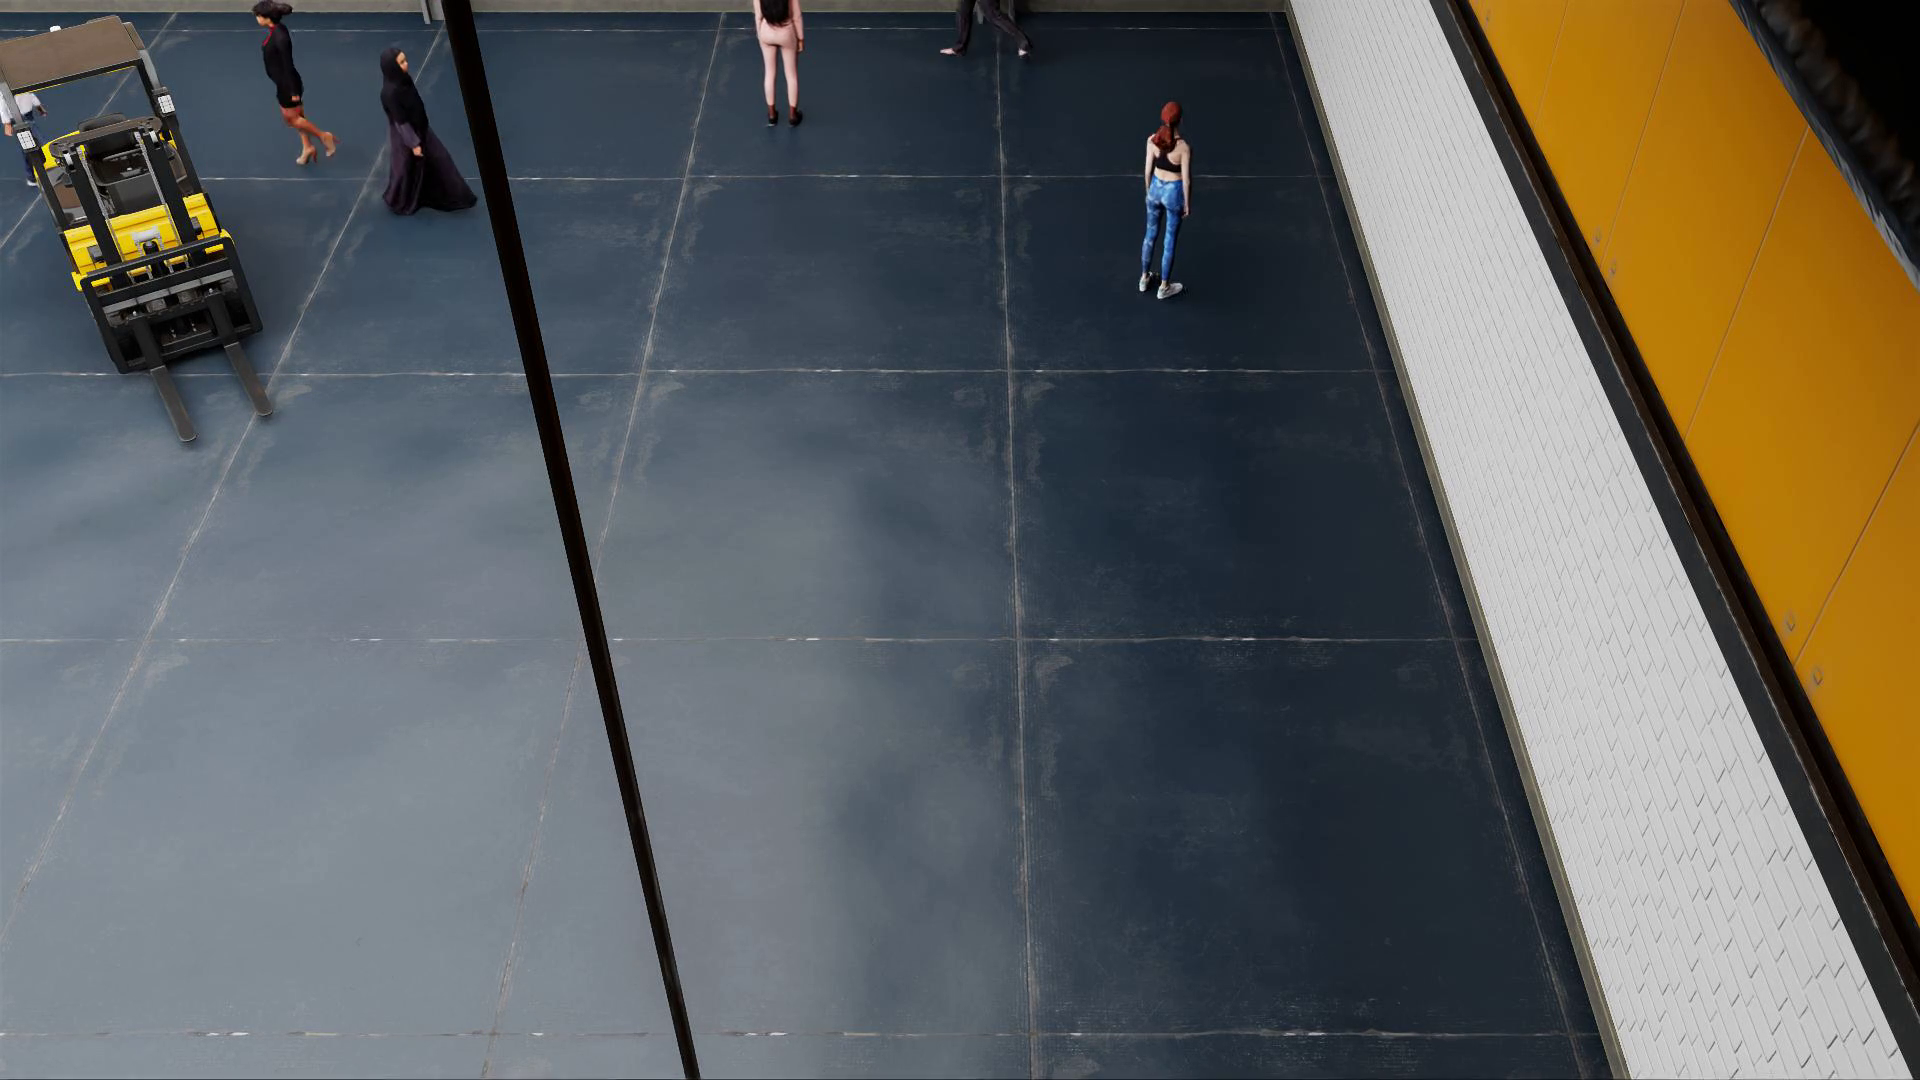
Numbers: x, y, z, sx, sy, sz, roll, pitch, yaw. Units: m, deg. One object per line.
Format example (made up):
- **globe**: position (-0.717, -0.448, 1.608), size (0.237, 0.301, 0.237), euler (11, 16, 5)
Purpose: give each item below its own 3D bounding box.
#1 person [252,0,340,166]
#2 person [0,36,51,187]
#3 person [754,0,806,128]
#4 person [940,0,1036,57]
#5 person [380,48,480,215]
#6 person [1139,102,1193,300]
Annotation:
- **person**: position (-6.123, -4.204, 15.381), size (0.772, 1.632, 0.706), euler (-15, 46, -15)
- **person**: position (-8.612, -3.862, 15.092), size (0.787, 1.536, 0.546), euler (-1, 44, -1)
- **person**: position (-1.737, -4.800, 15.946), size (0.487, 1.716, 0.693), euler (4, 44, 5)
- **person**: position (0.315, -5.667, 16.791), size (1.241, 1.805, 0.753), euler (5, 44, 5)
- **person**: position (-4.957, -3.609, 14.774), size (1.180, 1.608, 0.803), euler (11, 45, 11)
- **person**: position (1.724, -2.800, 13.798), size (0.680, 1.784, 0.754), euler (29, 51, 27)
